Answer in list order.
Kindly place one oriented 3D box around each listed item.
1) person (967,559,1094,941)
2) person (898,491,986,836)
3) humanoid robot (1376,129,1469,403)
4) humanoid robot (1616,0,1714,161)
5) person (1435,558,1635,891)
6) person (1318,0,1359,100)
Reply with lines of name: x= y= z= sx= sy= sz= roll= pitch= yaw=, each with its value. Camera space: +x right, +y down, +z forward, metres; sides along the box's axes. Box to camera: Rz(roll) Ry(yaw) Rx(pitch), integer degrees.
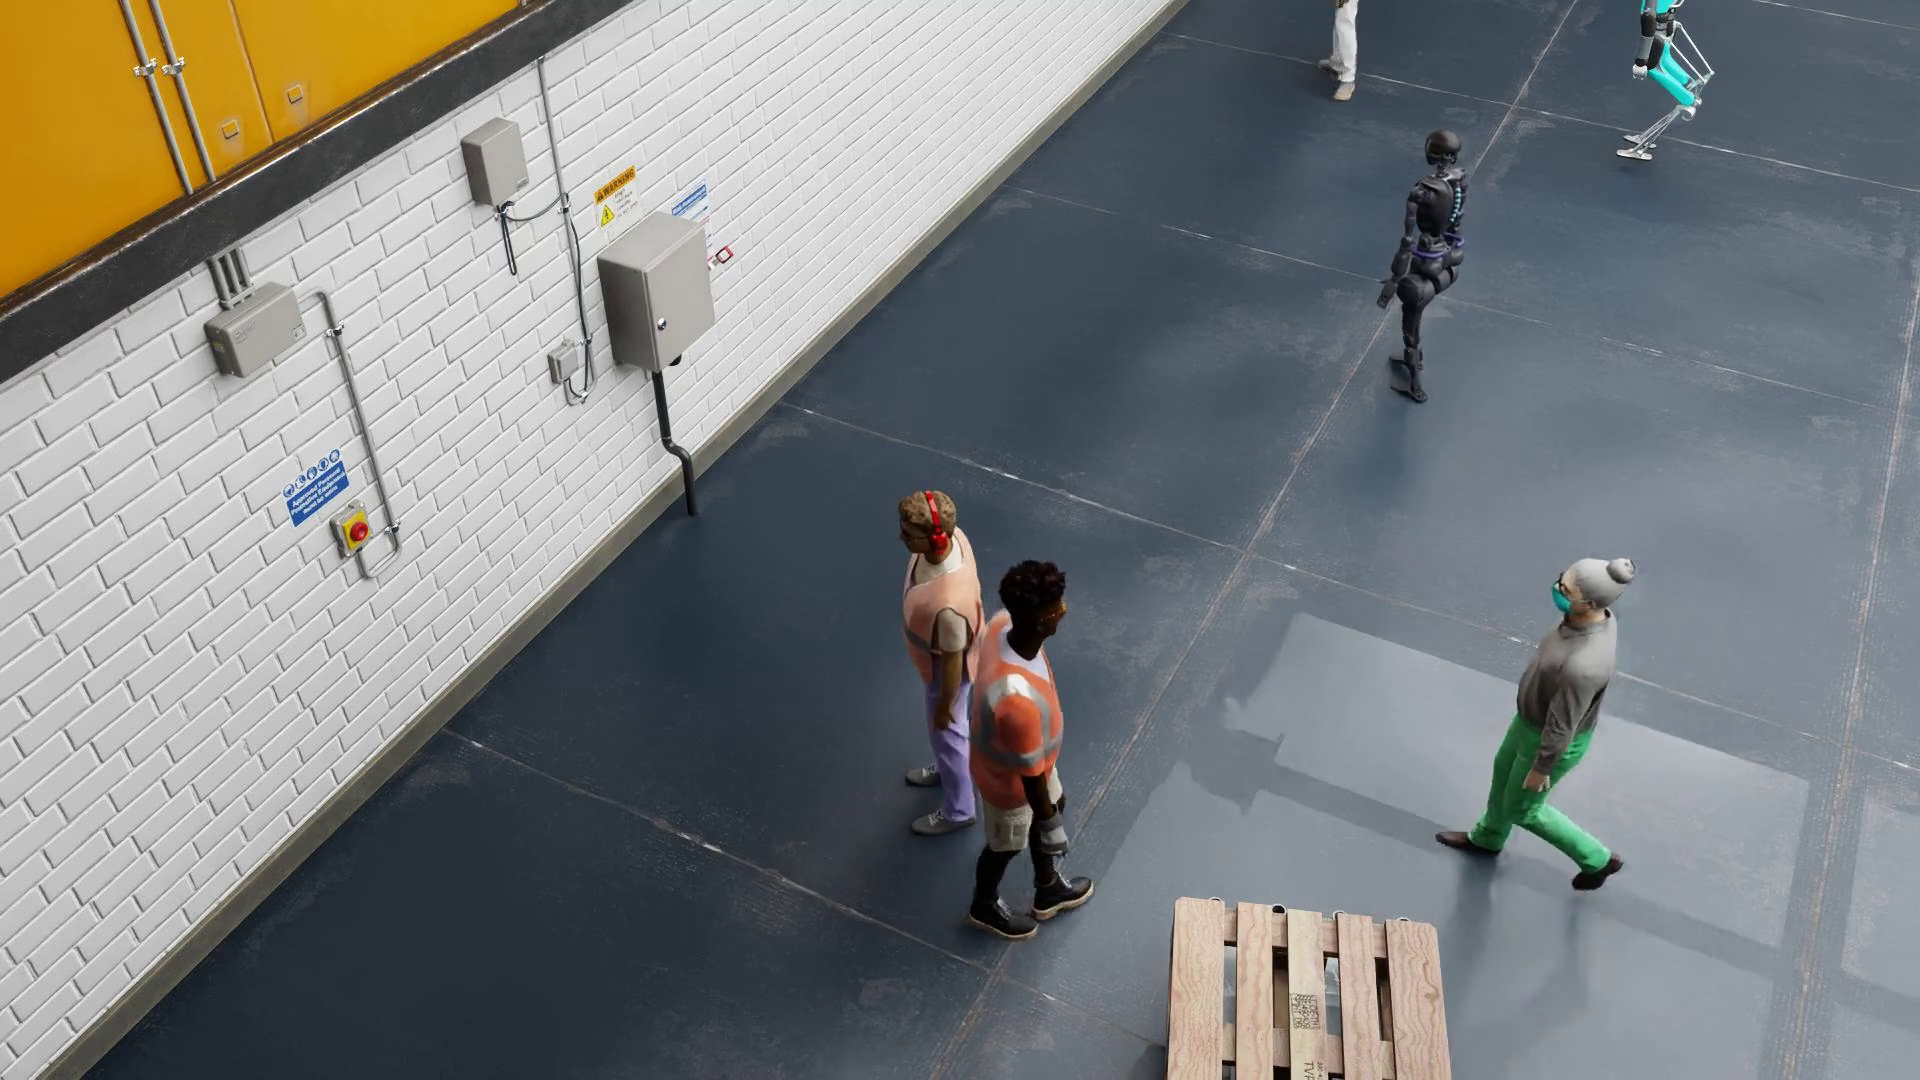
person: x=0.287 y=0.902 z=6.513 sx=0.557 sy=1.942 sz=0.700 roll=2 pitch=41 yaw=3
person: x=-0.055 y=0.516 z=7.042 sx=0.379 sy=1.838 sz=0.564 roll=-3 pitch=41 yaw=-4
humanoid robot: x=2.680 y=-1.569 z=9.587 sx=0.601 sy=1.643 sz=0.422 roll=-29 pitch=49 yaw=-29
humanoid robot: x=5.020 y=-3.441 z=11.601 sx=0.735 sy=1.677 sz=0.533 roll=23 pitch=46 yaw=25
person: x=2.471 y=0.768 z=6.760 sx=0.671 sy=1.821 sz=0.512 roll=13 pitch=42 yaw=14
person: x=2.970 y=-4.333 z=12.656 sx=0.347 sy=1.854 sz=0.684 roll=1 pitch=41 yaw=1
